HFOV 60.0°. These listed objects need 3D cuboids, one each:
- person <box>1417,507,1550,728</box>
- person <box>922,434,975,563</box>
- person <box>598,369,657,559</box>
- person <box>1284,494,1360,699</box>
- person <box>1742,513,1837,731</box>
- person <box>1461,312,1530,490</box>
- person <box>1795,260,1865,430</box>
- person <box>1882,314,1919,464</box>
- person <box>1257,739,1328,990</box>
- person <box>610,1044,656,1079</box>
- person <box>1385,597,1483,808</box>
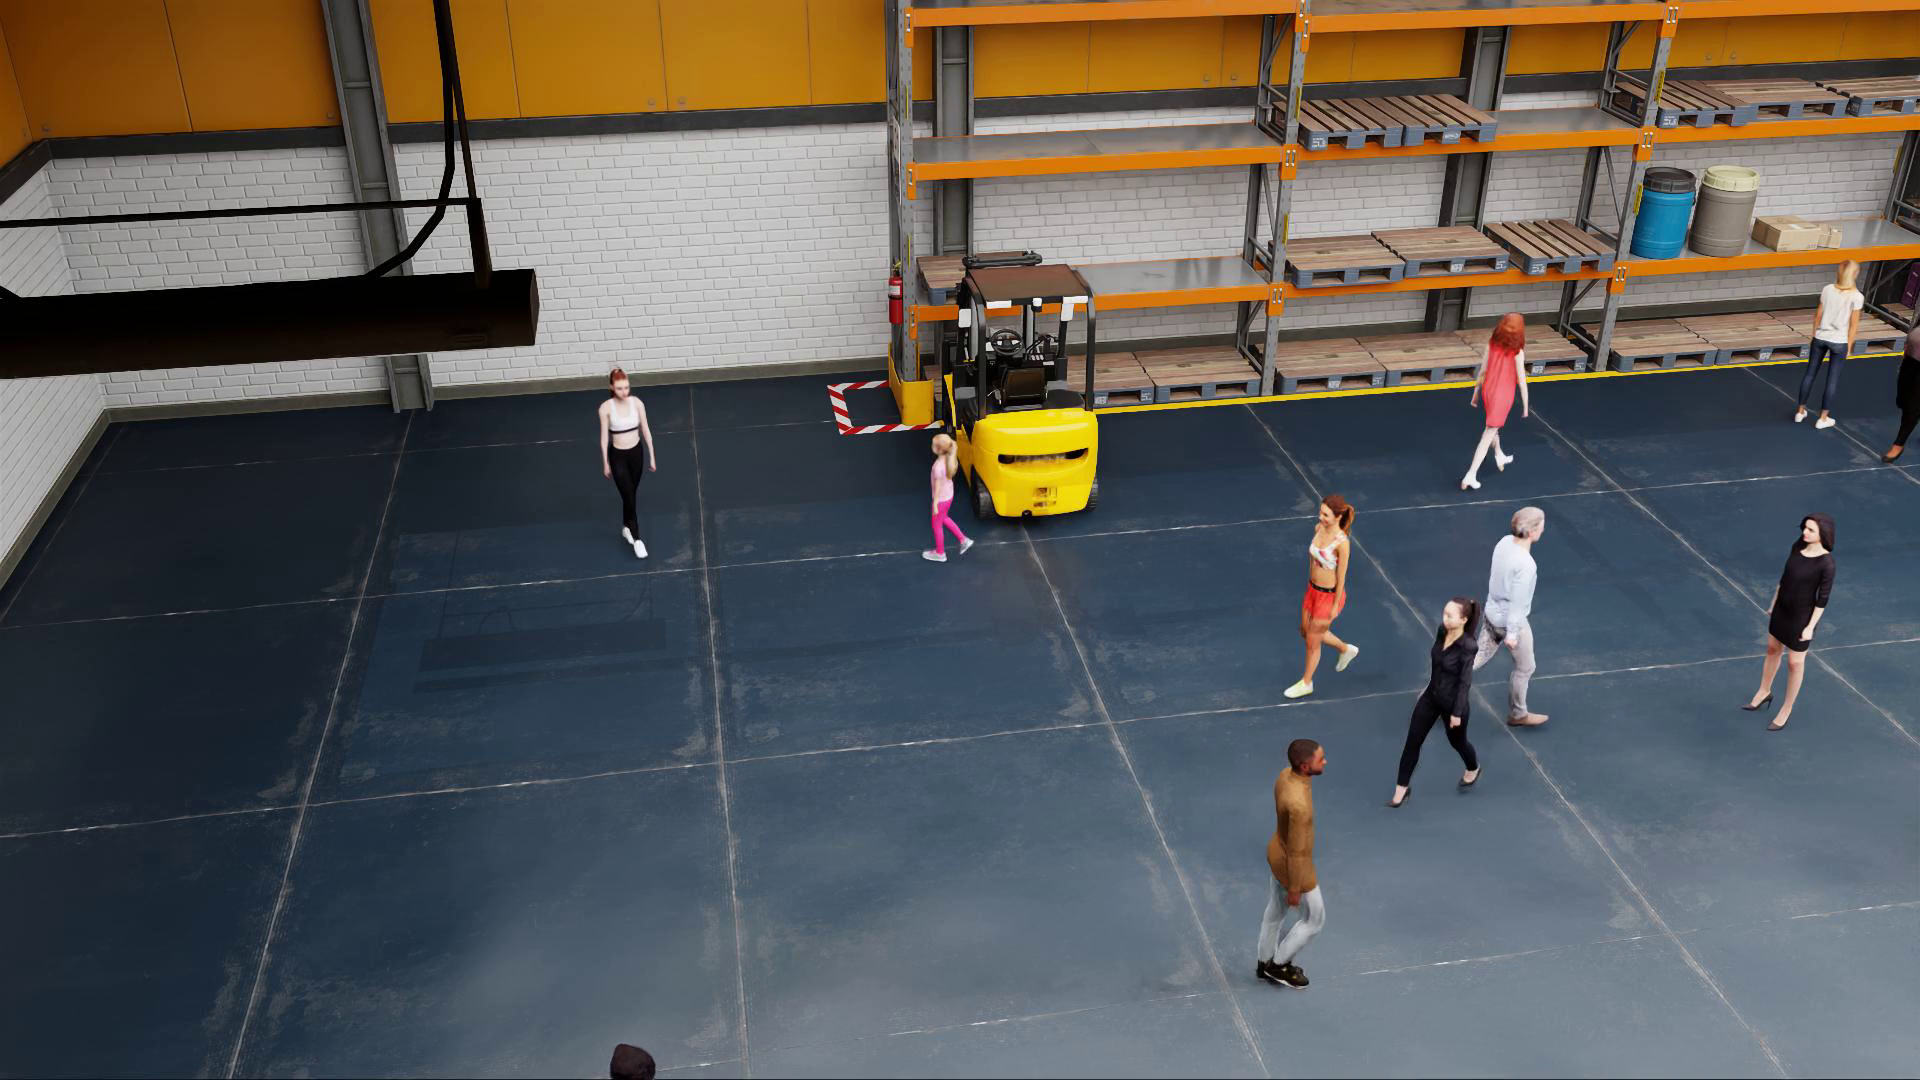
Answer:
[{"bbox_3d":[3.988,0.618,12.471,1.252,1.851,0.746,-3,29,-5],"label":"person"},{"bbox_3d":[-0.102,-0.374,14.908,0.779,1.260,0.676,10,30,18],"label":"person"},{"bbox_3d":[-3.067,-0.755,15.115,0.891,1.728,0.864,-18,33,-29],"label":"person"},{"bbox_3d":[2.895,0.434,12.892,0.950,1.771,0.696,-12,31,-20],"label":"person"},{"bbox_3d":[6.302,0.599,12.551,0.488,1.807,0.599,-6,29,-11],"label":"person"},{"bbox_3d":[5.104,-1.292,16.033,1.143,1.793,0.911,-18,33,-29],"label":"person"},{"bbox_3d":[9.120,-2.059,17.423,0.667,1.809,0.664,-21,35,-34],"label":"person"},{"bbox_3d":[9.720,-1.672,16.703,1.137,1.819,0.827,-13,31,-22],"label":"person"},{"bbox_3d":[1.914,1.965,10.045,0.635,1.809,0.697,0,29,0],"label":"person"},{"bbox_3d":[-1.449,3.120,7.873,0.784,1.862,0.736,17,33,28],"label":"person"},{"bbox_3d":[3.475,1.153,11.676,1.087,1.674,0.751,-11,31,-20],"label":"person"}]
